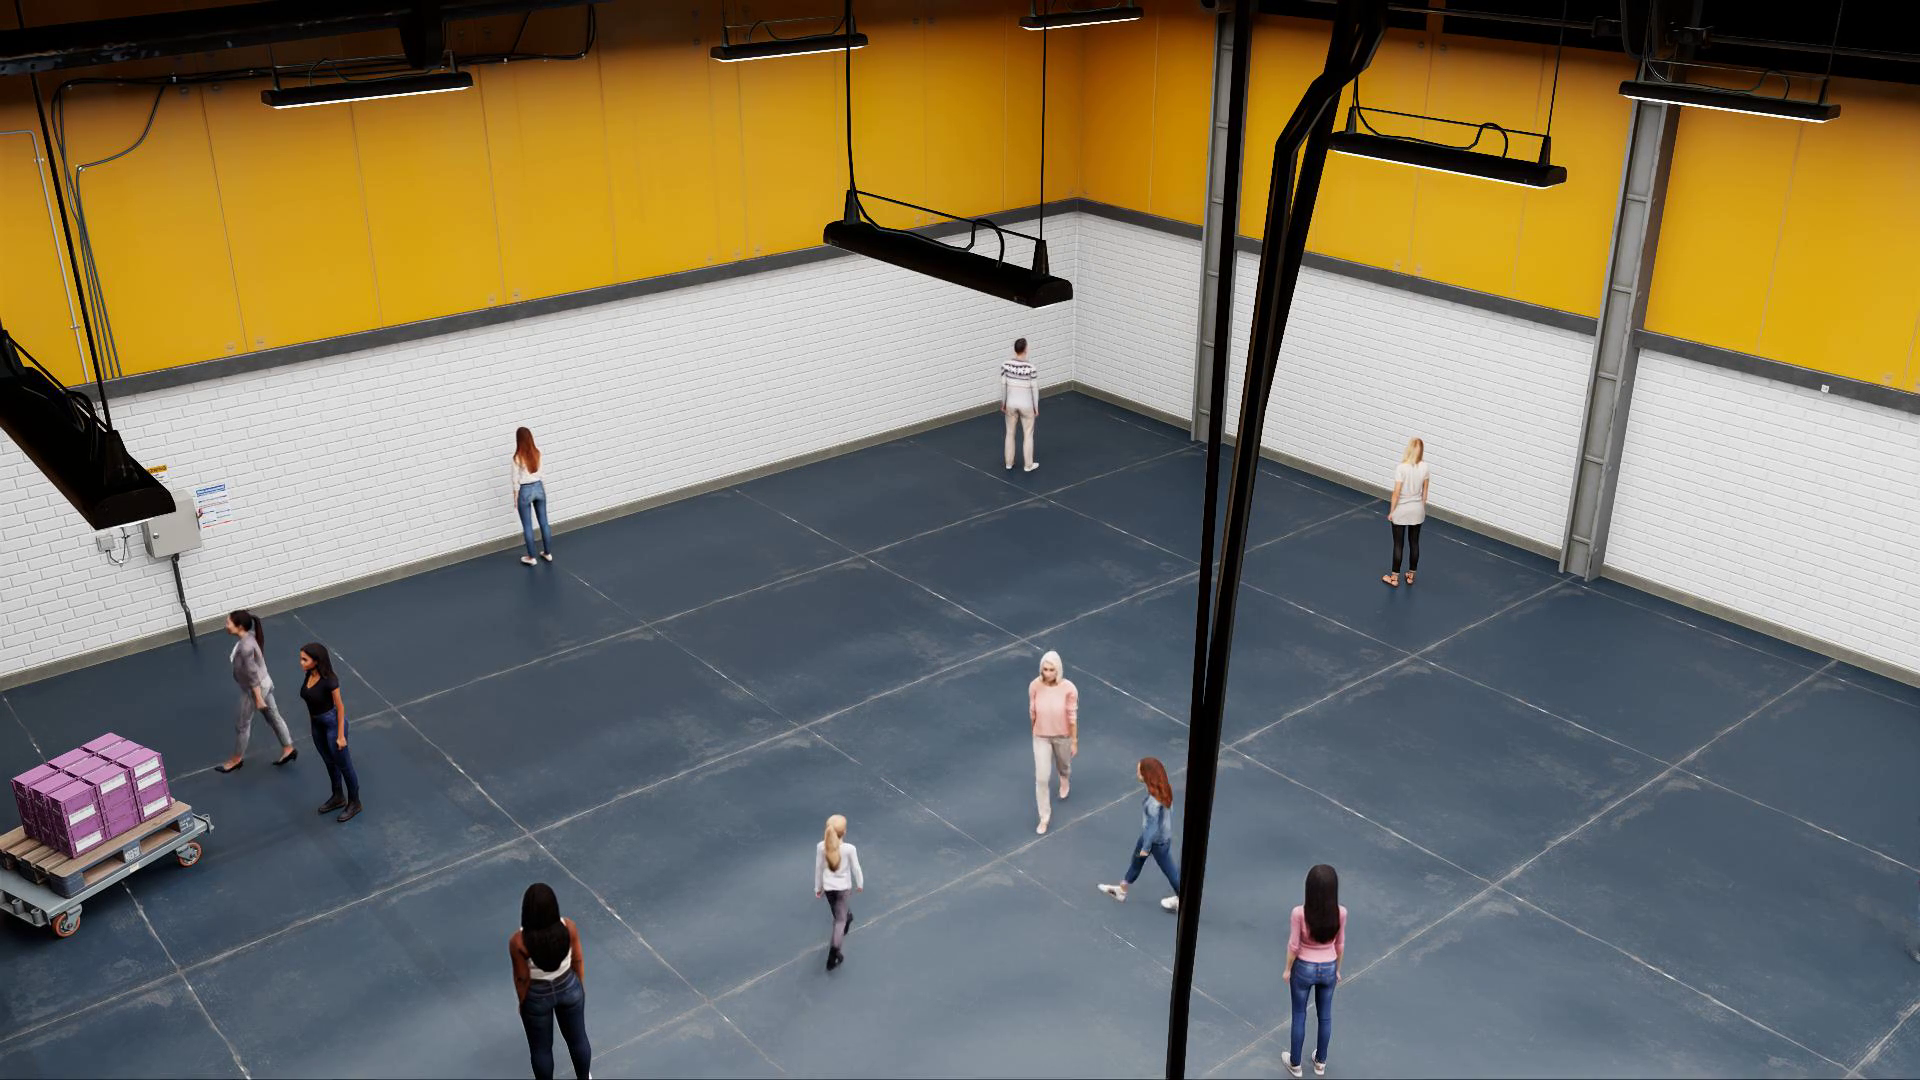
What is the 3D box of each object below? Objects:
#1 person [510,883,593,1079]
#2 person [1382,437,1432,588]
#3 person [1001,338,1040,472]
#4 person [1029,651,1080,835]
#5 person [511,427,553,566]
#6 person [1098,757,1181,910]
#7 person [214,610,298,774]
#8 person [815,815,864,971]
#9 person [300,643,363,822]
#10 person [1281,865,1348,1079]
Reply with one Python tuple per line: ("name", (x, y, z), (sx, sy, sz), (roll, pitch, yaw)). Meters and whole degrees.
("person", (-2.812, 3.141, 11.475), (0.699, 1.810, 0.684), (-11, 26, -23))
("person", (5.233, -0.328, 19.389), (0.678, 1.827, 0.682), (-5, 24, -10))
("person", (0.818, -1.861, 22.855), (0.679, 1.859, 0.824), (9, 25, 19))
("person", (0.859, 1.723, 14.868), (1.114, 1.690, 1.096), (4, 24, 8))
("person", (-5.158, -0.544, 20.006), (0.568, 1.729, 0.496), (-17, 29, -34))
("person", (1.686, 2.427, 13.569), (1.052, 1.440, 1.001), (3, 24, 7))
("person", (-6.514, 1.421, 15.612), (0.950, 1.646, 1.008), (-6, 24, -14))
("person", (-0.981, 2.767, 13.031), (0.905, 1.248, 0.866), (7, 25, 16))
("person", (-5.639, 1.690, 14.883), (0.558, 1.738, 0.689), (15, 28, 30))
("person", (2.507, 3.044, 11.780), (0.647, 1.742, 0.680), (-2, 24, -4))
